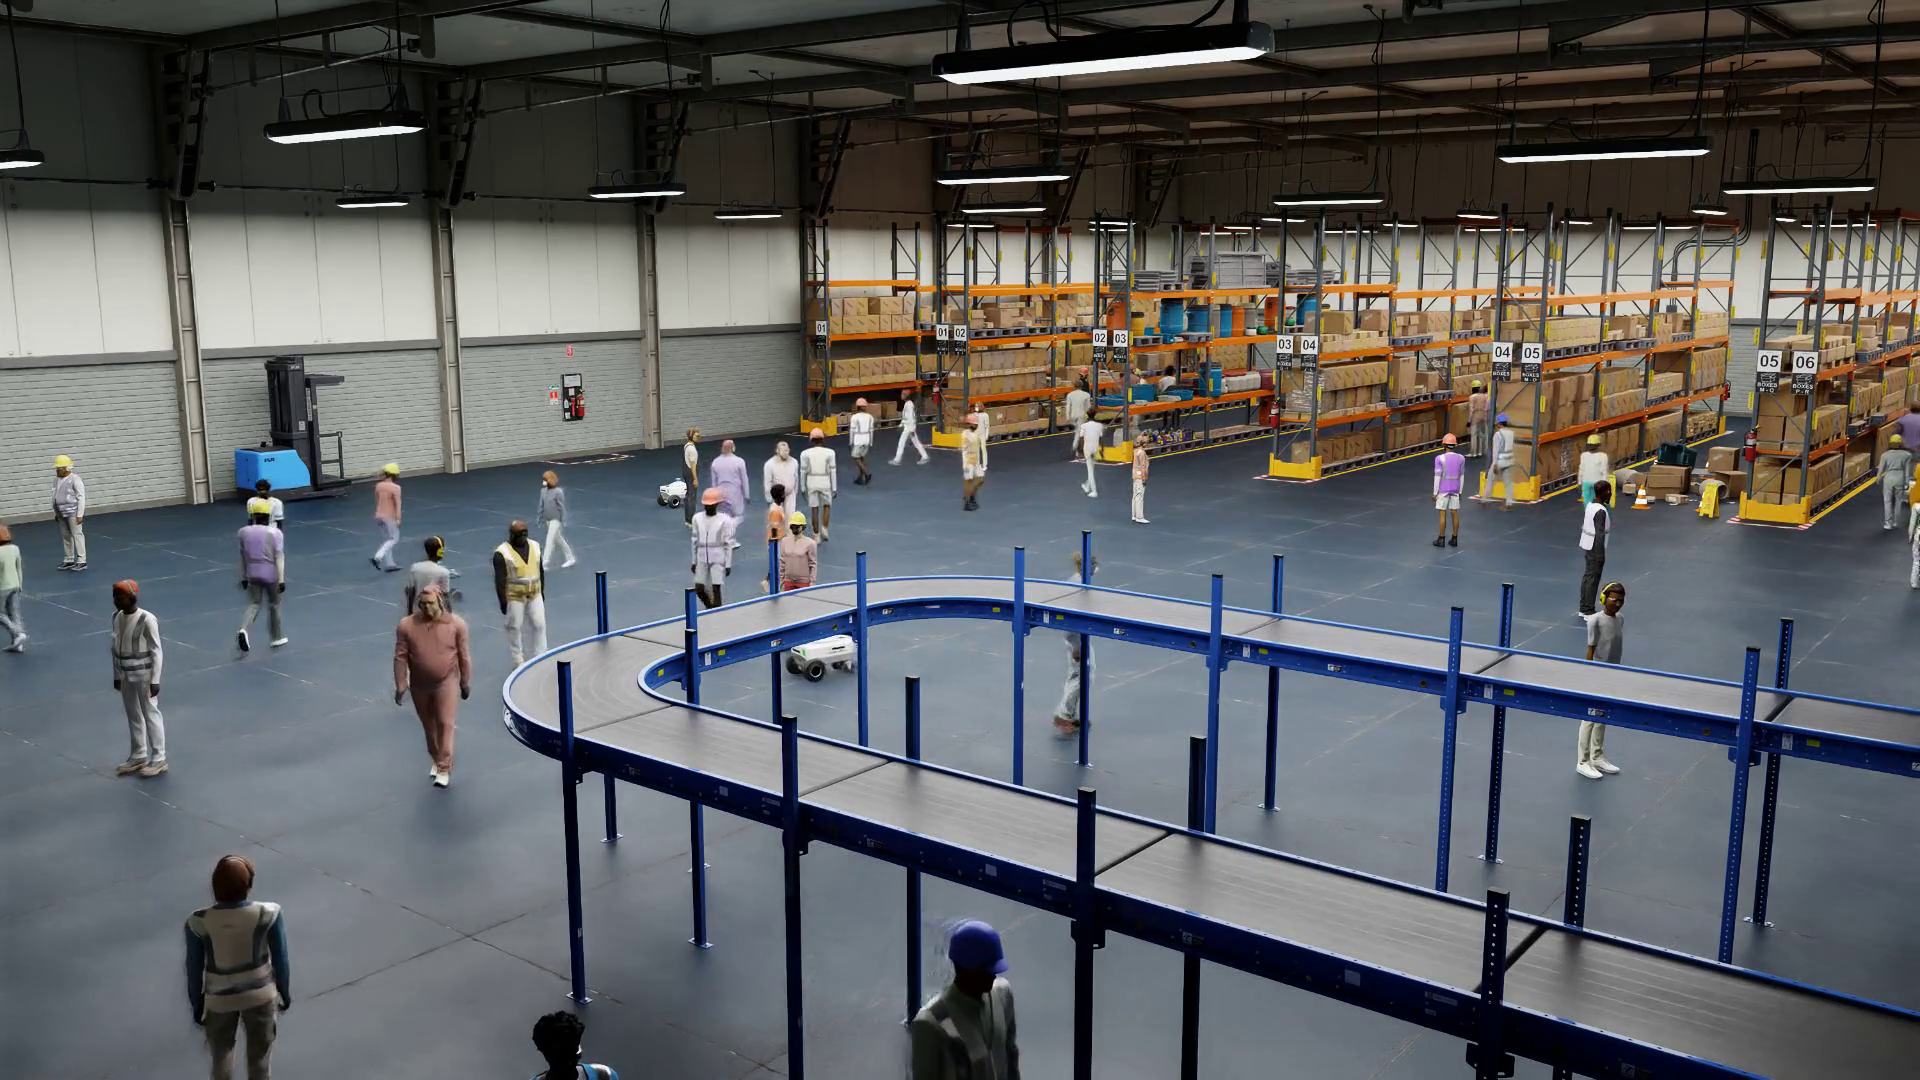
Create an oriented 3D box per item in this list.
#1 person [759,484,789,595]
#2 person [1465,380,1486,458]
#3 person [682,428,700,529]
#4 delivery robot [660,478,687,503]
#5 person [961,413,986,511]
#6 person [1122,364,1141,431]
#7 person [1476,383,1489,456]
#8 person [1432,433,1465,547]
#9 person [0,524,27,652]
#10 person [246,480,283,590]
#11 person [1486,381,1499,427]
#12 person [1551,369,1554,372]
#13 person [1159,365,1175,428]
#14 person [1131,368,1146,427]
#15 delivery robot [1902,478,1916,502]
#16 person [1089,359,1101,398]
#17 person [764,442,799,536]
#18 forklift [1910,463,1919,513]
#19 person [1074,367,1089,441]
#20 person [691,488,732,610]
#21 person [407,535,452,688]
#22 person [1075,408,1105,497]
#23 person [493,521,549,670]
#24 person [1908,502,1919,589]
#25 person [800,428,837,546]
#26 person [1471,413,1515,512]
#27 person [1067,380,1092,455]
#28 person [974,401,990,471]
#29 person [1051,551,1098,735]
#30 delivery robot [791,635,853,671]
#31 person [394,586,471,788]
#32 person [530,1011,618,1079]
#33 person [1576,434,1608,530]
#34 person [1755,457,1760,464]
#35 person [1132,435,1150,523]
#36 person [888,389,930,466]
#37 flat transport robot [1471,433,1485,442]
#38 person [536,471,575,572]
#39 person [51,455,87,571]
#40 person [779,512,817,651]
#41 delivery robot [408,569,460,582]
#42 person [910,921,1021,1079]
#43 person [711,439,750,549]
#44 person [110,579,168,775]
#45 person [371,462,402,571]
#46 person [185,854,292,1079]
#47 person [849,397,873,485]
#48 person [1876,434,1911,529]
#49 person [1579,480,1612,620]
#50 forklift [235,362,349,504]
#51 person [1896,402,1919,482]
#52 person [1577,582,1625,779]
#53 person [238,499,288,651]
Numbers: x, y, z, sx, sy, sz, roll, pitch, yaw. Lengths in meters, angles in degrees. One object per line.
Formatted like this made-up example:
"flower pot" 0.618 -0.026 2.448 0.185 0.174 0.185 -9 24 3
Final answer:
"person" -2.644 0.014 22.647 0.392 1.688 0.536 -1 10 -4
"person" 12.872 -3.029 39.090 0.589 1.927 0.388 -7 12 -36
"person" -4.904 -1.134 28.665 0.351 1.842 0.507 -4 11 -21
"delivery robot" -5.639 -0.994 31.352 0.707 0.478 0.477 -9 13 -41
"person" 0.247 -1.528 30.652 0.442 1.918 0.588 7 12 35
"person" 4.930 -4.056 44.757 0.633 1.960 0.657 6 12 31
"person" 13.181 -3.015 39.291 0.628 1.832 0.536 8 13 38
"person" 8.361 -0.859 26.846 0.547 1.938 0.379 -2 10 -10
"person" -11.873 0.608 19.466 0.383 1.625 0.516 1 10 7
"person" -10.307 -0.067 23.154 0.542 1.650 0.853 -1 10 -5
"person" 13.268 -2.965 38.488 0.668 2.018 0.650 -9 14 -42
"person" 18.223 -4.651 48.281 0.783 1.898 0.549 3 11 17
"person" 6.032 -4.023 44.638 0.634 1.936 0.847 5 11 27
"person" 5.140 -4.130 45.677 0.606 1.794 0.896 8 13 39
"delivery robot" 19.080 -1.010 31.445 0.707 0.478 0.477 -8 13 -40
"person" 4.179 -4.792 49.266 0.563 1.837 0.395 9 14 42
"person" -3.048 -0.763 26.560 0.654 1.859 0.991 -5 11 -26
"forklift" 19.034 -1.348 28.998 2.313 2.155 1.214 8 13 37
"person" 3.360 -3.729 42.834 0.383 1.996 0.609 -6 12 -31
"person" -3.262 0.266 20.534 0.578 1.925 0.401 2 10 12
"person" -5.888 0.878 17.337 0.587 1.842 0.486 3 11 19
"person" 2.704 -1.846 32.733 0.526 1.821 0.958 -4 11 -22
"person" -5.111 0.690 18.440 0.659 1.823 0.712 -9 14 -42
"person" 14.260 -0.010 23.018 0.529 1.608 0.810 5 11 26
"person" -2.437 -0.935 27.049 0.639 2.014 0.701 0 10 -2
"person" 10.546 -1.536 30.738 0.633 1.904 0.910 -6 12 -32
"person" 2.994 -3.120 39.704 0.631 1.902 0.984 6 11 28
"person" 0.465 -2.430 36.541 0.502 1.632 0.277 8 13 38
"person" 1.200 1.045 16.221 0.484 1.913 0.675 0 10 0
"delivery robot" -1.628 1.290 18.497 0.707 0.478 0.477 -7 12 -35
"person" -4.912 1.370 14.531 0.654 1.859 0.949 -1 10 -6
"person" -1.697 2.832 6.753 0.539 1.696 0.317 -7 12 -36
"person" 11.498 -1.052 28.444 0.404 1.751 0.542 -8 13 -37
"person" 18.431 -2.385 35.738 0.599 1.827 0.403 6 12 31
"person" 3.375 -1.144 29.292 0.308 1.640 0.511 -2 10 -9
"person" -1.192 -2.707 37.573 1.012 1.838 0.581 0 10 0
"flat transport robot" 14.706 -2.808 42.628 1.431 0.197 0.652 -5 11 -24
"person" -6.444 -0.309 24.740 0.519 1.586 0.872 8 13 39
"person" -14.112 -0.432 24.741 0.600 1.828 0.404 4 11 22
"person" -2.031 0.518 19.572 0.524 1.772 0.300 4 11 21
"delivery robot" -7.577 0.447 22.511 0.698 0.223 0.335 -6 12 -30
"person" 0.019 2.642 7.171 0.492 1.933 0.613 8 13 39
"person" -3.889 -0.751 26.384 0.656 1.881 0.589 4 11 24
"person" -7.822 1.297 14.861 0.584 1.883 0.337 5 11 24
"person" -9.003 -0.342 24.532 0.530 1.736 0.617 6 12 29
"person" -3.965 2.531 8.639 0.514 1.631 0.355 -3 10 -15
"person" -2.127 -2.143 34.110 0.559 1.922 0.694 -8 13 -37
"person" 17.078 -1.083 28.677 0.512 1.719 0.667 4 11 20
"person" 8.651 0.135 21.302 0.379 1.917 0.597 2 10 9
"forklift" -13.803 -2.244 32.110 1.129 2.768 1.873 8 13 37
"person" 20.267 -1.984 33.301 0.651 1.885 0.999 9 13 40
"person" 6.120 1.311 14.846 0.519 1.865 0.331 -7 12 -34
"person" -8.771 0.446 19.596 0.597 1.909 0.754 1 10 6
